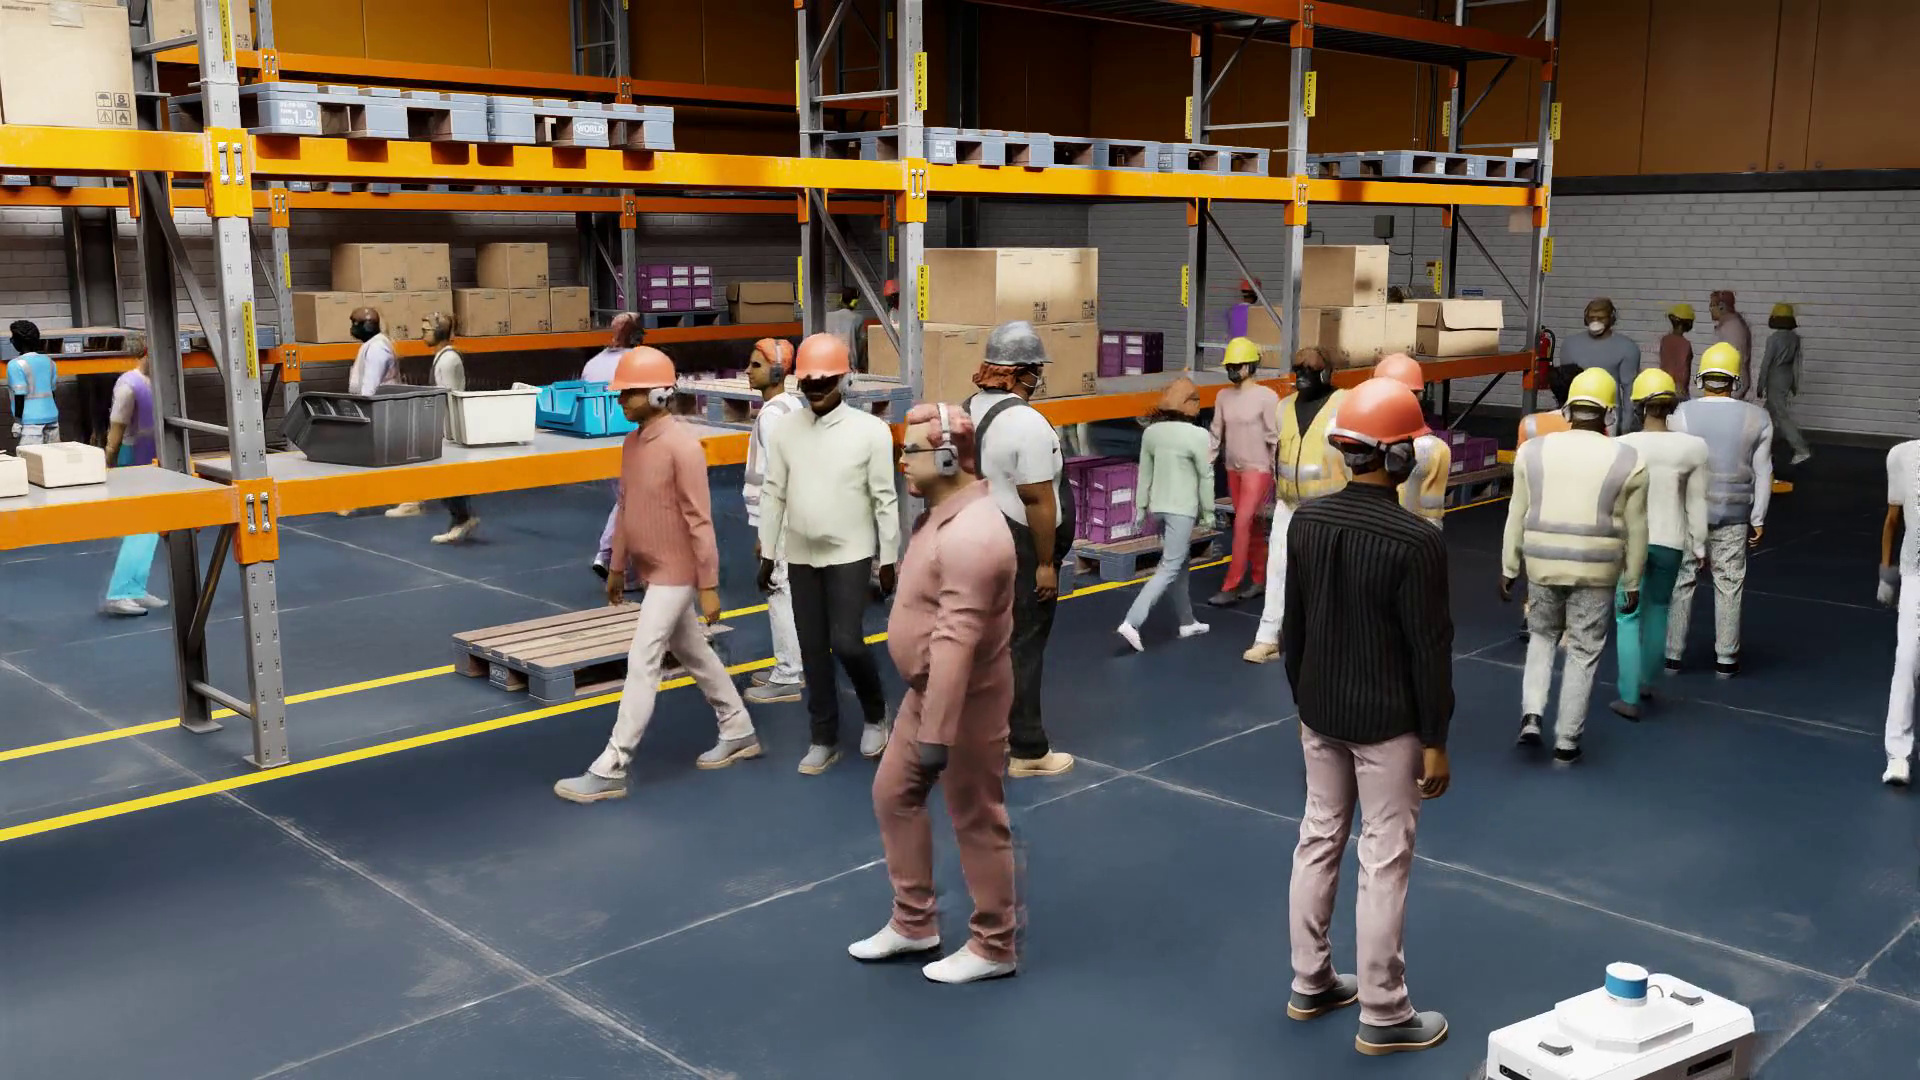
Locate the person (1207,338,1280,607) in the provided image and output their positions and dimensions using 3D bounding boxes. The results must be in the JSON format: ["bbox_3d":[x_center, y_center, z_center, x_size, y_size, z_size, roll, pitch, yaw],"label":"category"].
[{"bbox_3d":[1.789,-0.436,10.828,0.797,1.731,0.547,-8,13,-36],"label":"person"}]

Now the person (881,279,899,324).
[{"bbox_3d":[-0.564,-2.240,20.296,0.865,1.892,0.589,-9,14,-42],"label":"person"}]

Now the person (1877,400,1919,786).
[{"bbox_3d":[4.332,0.168,7.346,0.513,1.820,0.980,6,12,29],"label":"person"}]

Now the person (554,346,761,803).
[{"bbox_3d":[-1.295,0.125,7.251,1.022,1.944,0.657,-7,12,-33],"label":"person"}]

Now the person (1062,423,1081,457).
[{"bbox_3d":[1.108,-1.327,16.113,0.892,1.583,0.498,-5,12,-27],"label":"person"}]

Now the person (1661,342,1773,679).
[{"bbox_3d":[4.078,-0.154,9.050,0.590,1.833,0.404,4,11,22],"label":"person"}]

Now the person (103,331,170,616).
[{"bbox_3d":[-5.225,-0.433,10.645,0.458,1.803,0.599,-1,10,-6],"label":"person"}]

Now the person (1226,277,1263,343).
[{"bbox_3d":[3.504,-2.207,20.062,0.547,1.907,0.842,8,13,38],"label":"person"}]

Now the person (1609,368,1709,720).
[{"bbox_3d":[3.450,0.003,8.439,0.557,1.745,0.706,1,10,6],"label":"person"}]

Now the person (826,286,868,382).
[{"bbox_3d":[-1.306,-1.971,18.960,0.540,1.830,0.466,1,10,3],"label":"person"}]

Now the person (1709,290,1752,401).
[{"bbox_3d":[7.563,-1.494,16.230,0.564,1.879,0.674,9,14,39],"label":"person"}]

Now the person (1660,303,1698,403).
[{"bbox_3d":[7.084,-1.496,16.618,0.712,1.746,0.530,-1,10,-6],"label":"person"}]

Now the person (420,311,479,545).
[{"bbox_3d":[-4.000,-0.852,12.868,0.412,1.826,0.535,-3,11,-17],"label":"person"}]

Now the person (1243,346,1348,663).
[{"bbox_3d":[2.061,-0.219,9.520,0.626,1.791,0.986,9,14,41],"label":"person"}]

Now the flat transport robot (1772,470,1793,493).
[{"bbox_3d":[6.981,-0.580,15.635,1.431,0.197,0.652,-2,11,-9],"label":"flat transport robot"}]

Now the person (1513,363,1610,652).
[{"bbox_3d":[3.445,-0.177,9.566,0.548,1.680,0.427,7,12,32],"label":"person"}]

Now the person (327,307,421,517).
[{"bbox_3d":[-5.067,-1.061,14.103,0.923,1.798,0.627,-5,12,-27],"label":"person"}]

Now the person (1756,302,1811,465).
[{"bbox_3d":[8.701,-1.655,17.579,0.497,1.709,0.867,-6,12,-30],"label":"person"}]

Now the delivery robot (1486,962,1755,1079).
[{"bbox_3d":[1.685,1.321,4.238,0.707,0.478,0.477,-6,12,-31],"label":"delivery robot"}]

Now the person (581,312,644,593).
[{"bbox_3d":[-2.223,-0.587,11.249,0.643,1.894,0.424,8,13,36],"label":"person"}]

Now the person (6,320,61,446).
[{"bbox_3d":[-7.825,-1.005,14.064,0.317,1.695,0.540,1,10,5],"label":"person"}]

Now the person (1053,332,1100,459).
[{"bbox_3d":[1.040,-1.327,15.280,0.612,1.901,0.567,10,14,43],"label":"person"}]

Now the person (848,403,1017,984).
[{"bbox_3d":[-0.123,0.509,5.274,0.688,1.883,0.681,-2,10,-8],"label":"person"}]

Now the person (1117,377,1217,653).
[{"bbox_3d":[1.211,-0.157,9.712,0.833,1.591,0.485,-8,13,-36],"label":"person"}]

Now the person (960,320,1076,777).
[{"bbox_3d":[0.262,0.028,7.490,0.537,2.000,0.682,-7,12,-33],"label":"person"}]

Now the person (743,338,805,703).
[{"bbox_3d":[-0.957,-0.101,8.623,0.352,1.884,0.580,0,10,3],"label":"person"}]

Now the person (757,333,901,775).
[{"bbox_3d":[-0.597,0.066,7.438,0.631,1.976,0.432,4,11,23],"label":"person"}]

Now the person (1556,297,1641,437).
[{"bbox_3d":[4.959,-0.935,13.054,0.651,1.919,0.669,7,13,35],"label":"person"}]

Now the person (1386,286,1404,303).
[{"bbox_3d":[4.297,-1.618,16.875,0.973,1.888,0.648,-2,11,-10],"label":"person"}]

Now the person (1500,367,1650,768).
[{"bbox_3d":[2.784,0.132,7.537,0.610,1.813,0.429,7,12,32],"label":"person"}]

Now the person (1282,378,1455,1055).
[{"bbox_3d":[1.210,0.520,4.930,0.375,1.997,0.611,-7,12,-33],"label":"person"}]

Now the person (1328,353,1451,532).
[{"bbox_3d":[1.868,0.116,7.429,0.553,1.895,0.942,7,12,32],"label":"person"}]
